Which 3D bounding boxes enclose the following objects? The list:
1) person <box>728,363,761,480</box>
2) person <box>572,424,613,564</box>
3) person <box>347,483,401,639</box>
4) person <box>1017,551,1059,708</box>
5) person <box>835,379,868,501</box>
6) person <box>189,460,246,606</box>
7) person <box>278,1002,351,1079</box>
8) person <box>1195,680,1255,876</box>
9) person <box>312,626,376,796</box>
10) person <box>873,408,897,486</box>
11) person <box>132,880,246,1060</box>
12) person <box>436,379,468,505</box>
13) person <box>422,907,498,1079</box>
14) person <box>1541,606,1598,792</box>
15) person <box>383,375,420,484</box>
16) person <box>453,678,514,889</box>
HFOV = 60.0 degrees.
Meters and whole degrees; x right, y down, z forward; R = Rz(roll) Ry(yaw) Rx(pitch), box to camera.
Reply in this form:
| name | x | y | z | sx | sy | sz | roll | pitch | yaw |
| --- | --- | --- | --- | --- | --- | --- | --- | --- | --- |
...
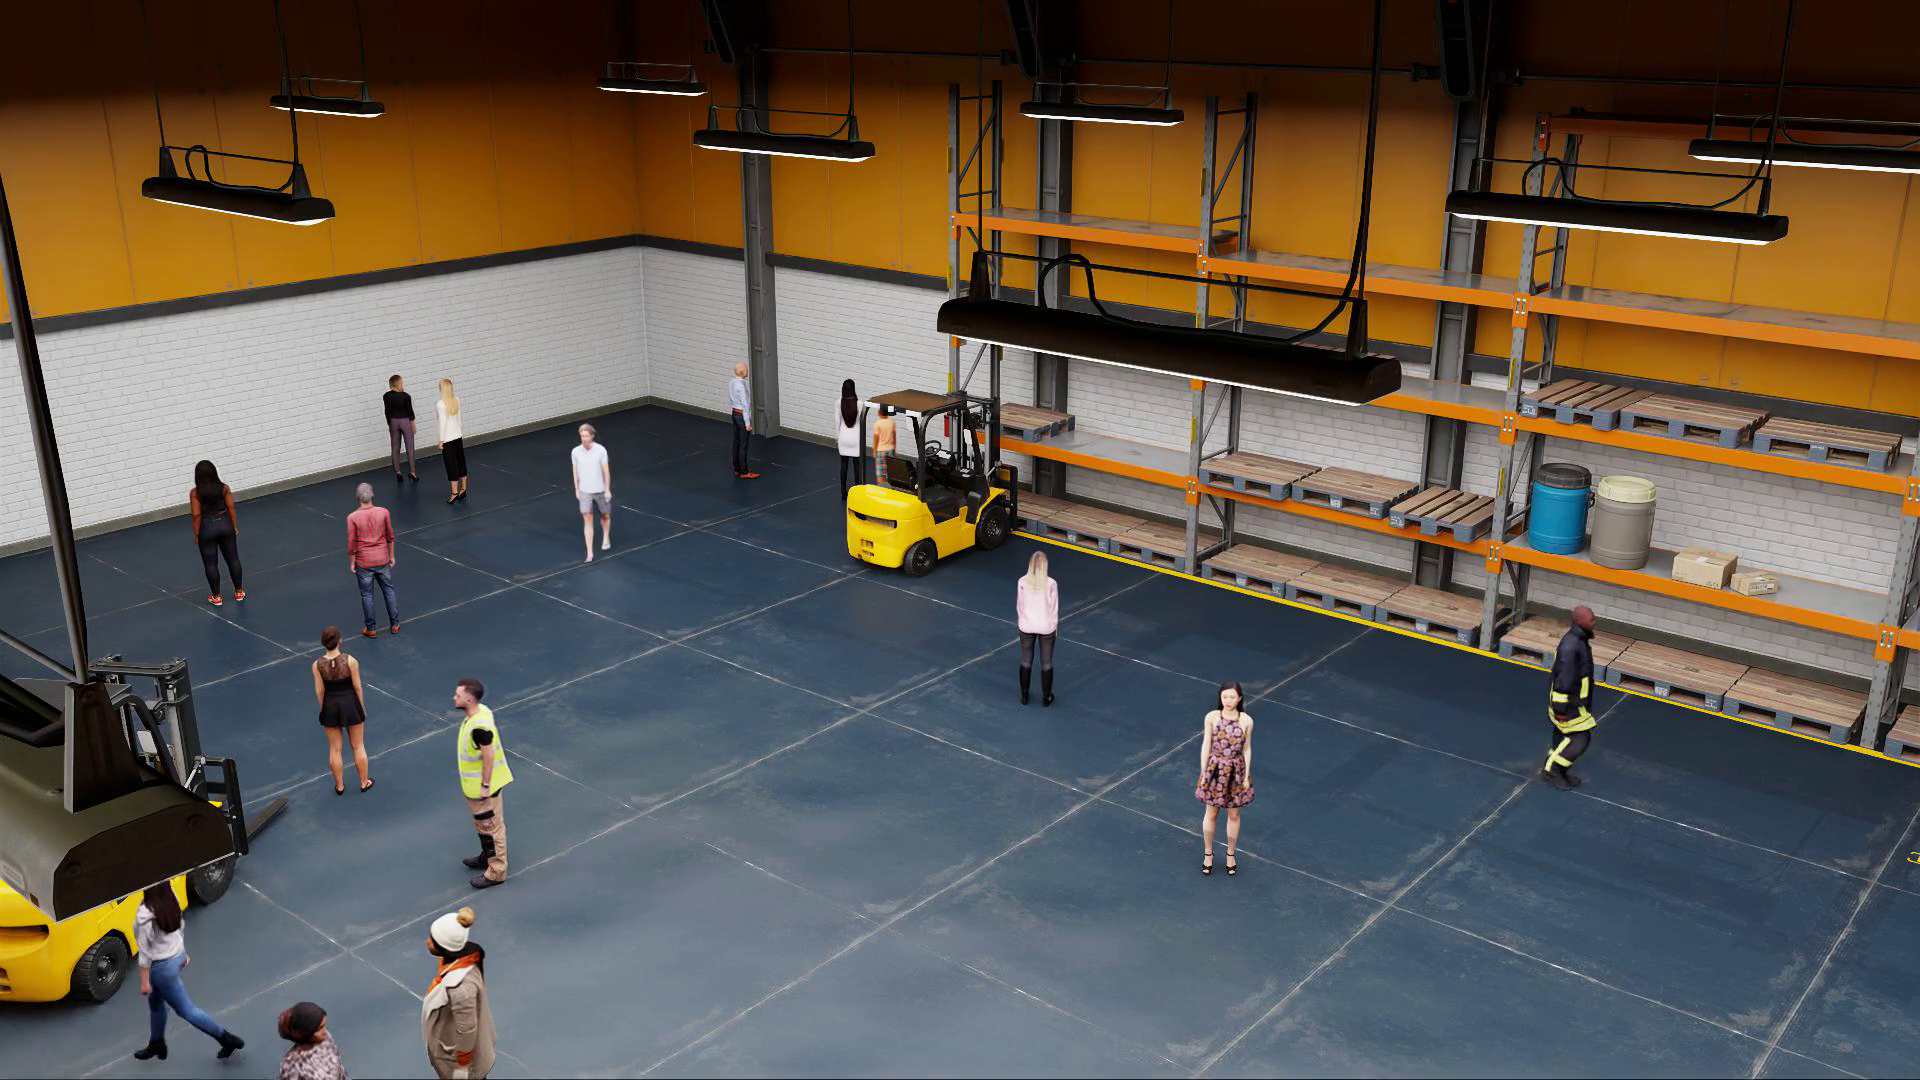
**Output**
| name | x | y | z | sx | sy | sz | roll | pitch | yaw |
| --- | --- | --- | --- | --- | --- | --- | --- | --- | --- |
| person | -3.351 | -1.844 | 25.527 | 0.777 | 1.790 | 0.616 | -11 | 22 | -30 |
| person | -4.812 | -0.660 | 22.009 | 1.156 | 1.791 | 1.210 | -1 | 19 | -3 |
| person | -6.827 | 0.225 | 19.320 | 0.748 | 1.830 | 0.647 | -12 | 22 | -33 |
| person | 0.809 | 0.926 | 17.465 | 0.620 | 1.685 | 0.734 | 4 | 19 | 13 |
| person | -1.619 | -1.476 | 24.407 | 0.614 | 1.807 | 0.744 | 4 | 19 | 12 |
| person | -9.101 | -0.107 | 20.328 | 0.729 | 1.815 | 0.710 | -13 | 22 | -33 |
| person | -3.896 | 3.480 | 9.886 | 1.197 | 1.683 | 0.877 | 5 | 19 | 16 |
| person | 2.249 | 2.014 | 14.095 | 0.780 | 1.774 | 0.858 | 2 | 19 | 6 |
| person | -5.783 | 1.582 | 15.539 | 0.679 | 1.672 | 0.726 | -4 | 19 | -11 |
| person | -1.104 | -1.308 | 24.454 | 0.577 | 1.459 | 0.579 | -11 | 21 | -29 |
| person | -5.426 | 2.966 | 11.551 | 1.105 | 1.594 | 1.023 | -1 | 19 | -3 |
| person | -7.415 | -1.442 | 24.226 | 0.626 | 1.858 | 0.679 | 7 | 20 | 21 |
| person | -3.123 | 3.153 | 10.536 | 0.880 | 1.888 | 0.796 | -5 | 19 | -14 |
| person | 5.675 | 1.461 | 15.673 | 0.779 | 1.815 | 0.794 | 12 | 22 | 31 |
| person | -8.495 | -1.694 | 25.267 | 0.652 | 1.671 | 0.741 | 1 | 19 | 3 |
| person | -4.032 | 2.012 | 13.990 | 0.897 | 1.845 | 0.811 | -7 | 20 | -19 |
